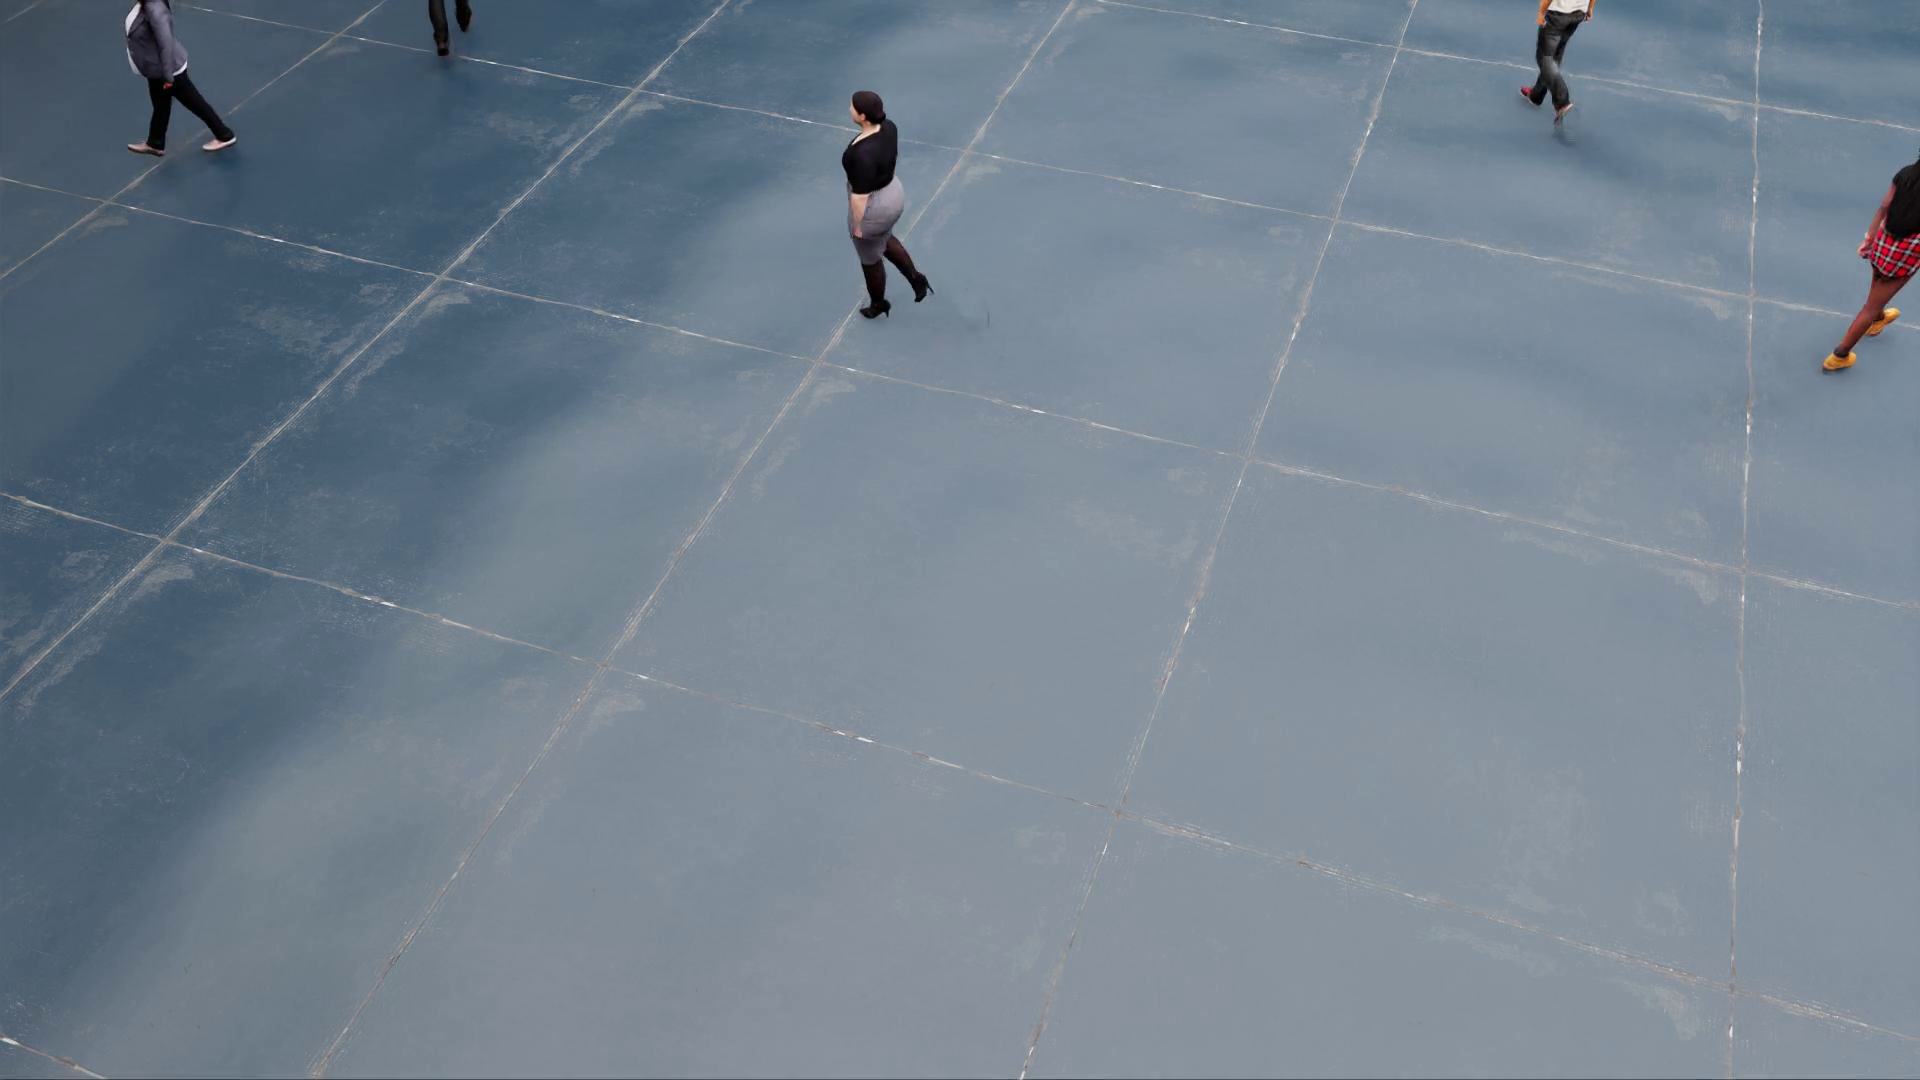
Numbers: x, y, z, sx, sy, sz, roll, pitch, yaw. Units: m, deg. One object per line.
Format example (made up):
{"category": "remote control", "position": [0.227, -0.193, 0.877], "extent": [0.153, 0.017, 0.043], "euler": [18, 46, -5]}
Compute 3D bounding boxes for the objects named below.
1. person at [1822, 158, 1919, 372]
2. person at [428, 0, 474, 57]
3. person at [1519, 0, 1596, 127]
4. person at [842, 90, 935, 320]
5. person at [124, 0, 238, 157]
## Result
{"category": "person", "position": [6.008, -1.809, 10.769], "extent": [1.074, 1.693, 1.067], "euler": [-22, 47, -22]}
{"category": "person", "position": [-4.459, -4.999, 14.153], "extent": [1.199, 1.736, 1.088], "euler": [-7, 43, -7]}
{"category": "person", "position": [4.855, -4.173, 13.233], "extent": [1.068, 1.785, 1.070], "euler": [-12, 44, -12]}
{"category": "person", "position": [-0.473, -2.197, 11.145], "extent": [0.807, 1.746, 0.675], "euler": [16, 45, 17]}
{"category": "person", "position": [-6.062, -3.688, 12.882], "extent": [1.105, 1.555, 1.082], "euler": [-23, 48, -22]}
